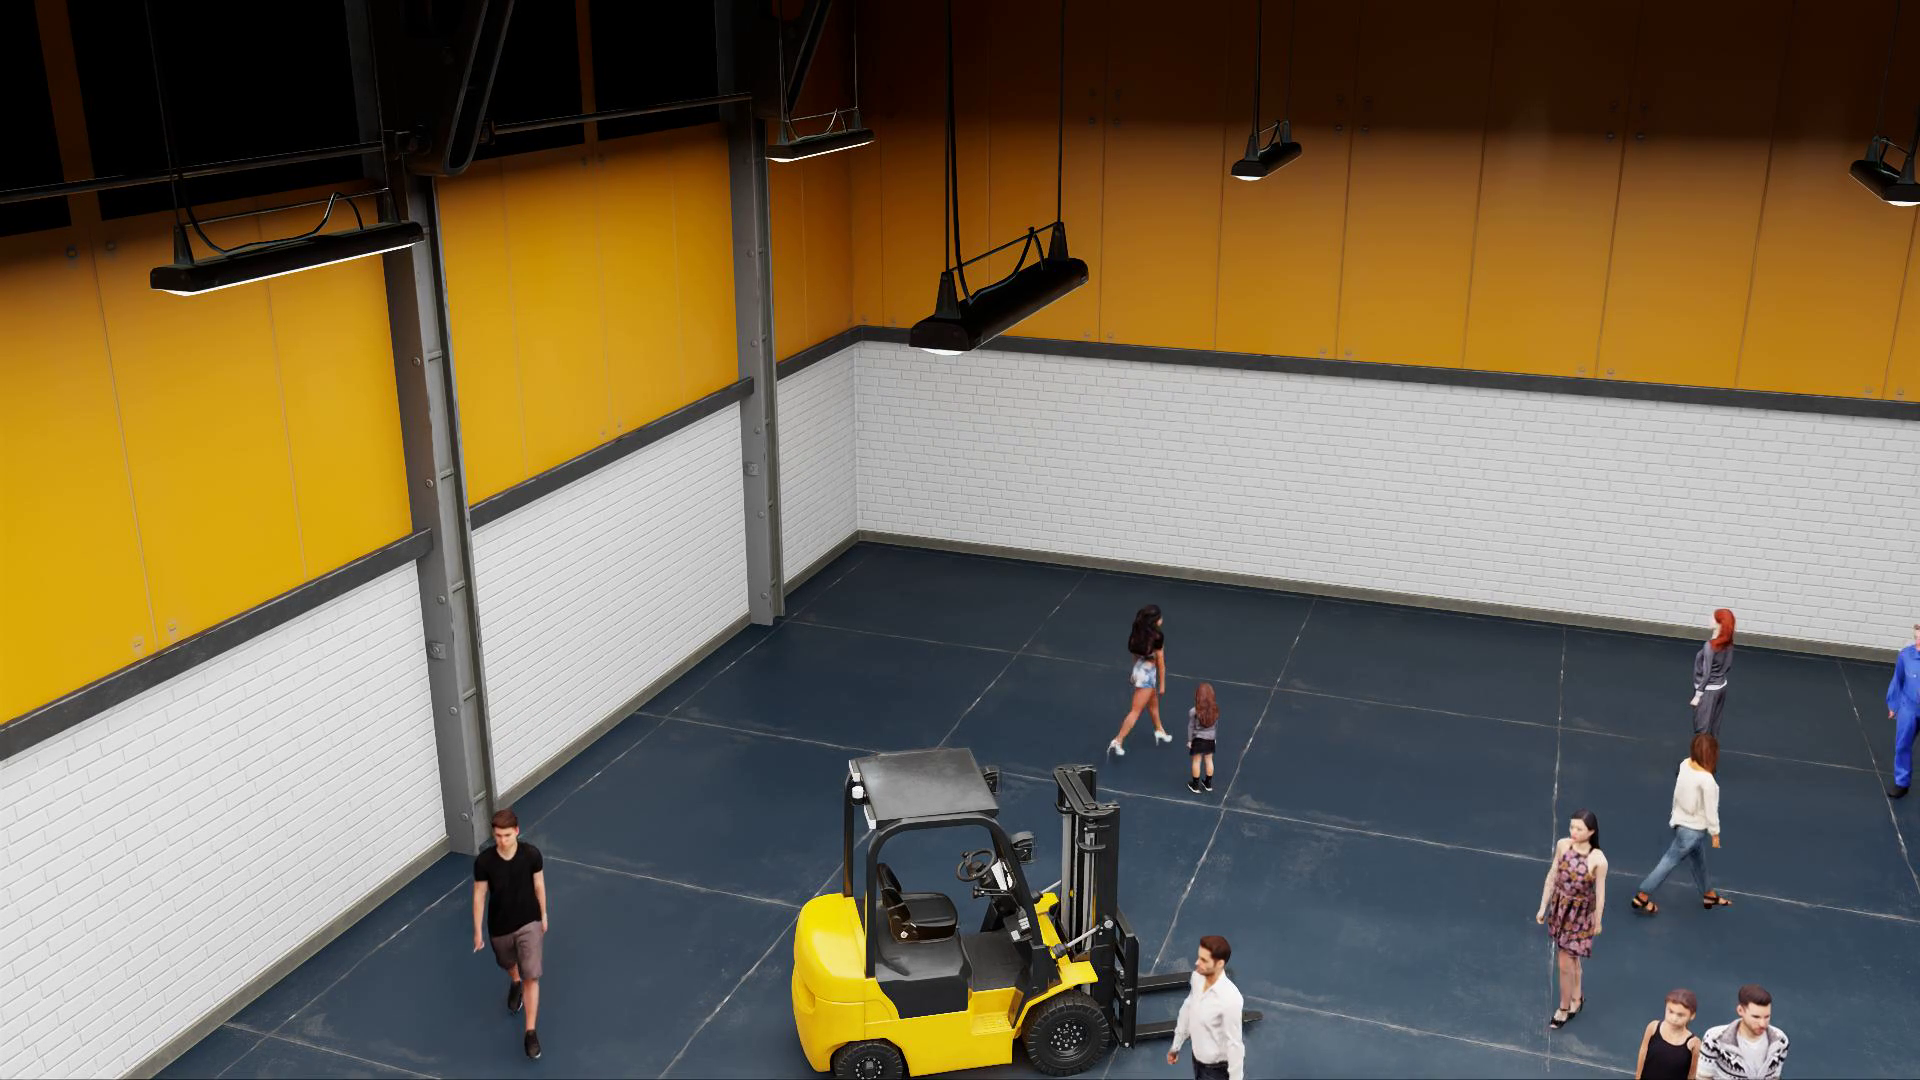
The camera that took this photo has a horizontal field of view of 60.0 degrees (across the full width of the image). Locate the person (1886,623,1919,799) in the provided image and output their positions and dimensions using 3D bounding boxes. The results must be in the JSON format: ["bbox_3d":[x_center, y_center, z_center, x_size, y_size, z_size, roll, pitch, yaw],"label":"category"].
[{"bbox_3d":[9.180,1.608,15.811,0.949,1.804,1.001,17,25,40],"label":"person"}]

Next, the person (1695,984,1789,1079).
[{"bbox_3d":[4.689,3.500,10.103,0.761,1.862,0.719,-1,19,-3],"label":"person"}]

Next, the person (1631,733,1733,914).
[{"bbox_3d":[5.946,2.391,13.755,0.943,1.633,1.103,0,19,0],"label":"person"}]

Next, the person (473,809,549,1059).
[{"bbox_3d":[-3.294,2.783,12.291,1.122,1.824,1.320,-4,19,-11],"label":"person"}]

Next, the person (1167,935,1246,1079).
[{"bbox_3d":[1.685,3.332,10.629,1.067,1.845,1.029,-7,20,-19],"label":"person"}]

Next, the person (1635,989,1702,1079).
[{"bbox_3d":[4.433,3.524,10.500,0.584,1.563,0.598,14,23,35],"label":"person"}]

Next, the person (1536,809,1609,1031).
[{"bbox_3d":[4.618,2.785,12.392,0.878,1.756,0.813,-12,22,-32],"label":"person"}]

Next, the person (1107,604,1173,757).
[{"bbox_3d":[1.792,1.447,16.638,1.076,1.582,0.997,-9,21,-25],"label":"person"}]

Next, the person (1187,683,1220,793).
[{"bbox_3d":[2.345,1.896,16.049,0.529,1.107,0.579,-7,20,-20],"label":"person"}]

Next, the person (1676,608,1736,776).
[{"bbox_3d":[7.300,1.495,16.190,0.608,1.778,0.715,-15,24,-37],"label":"person"}]
